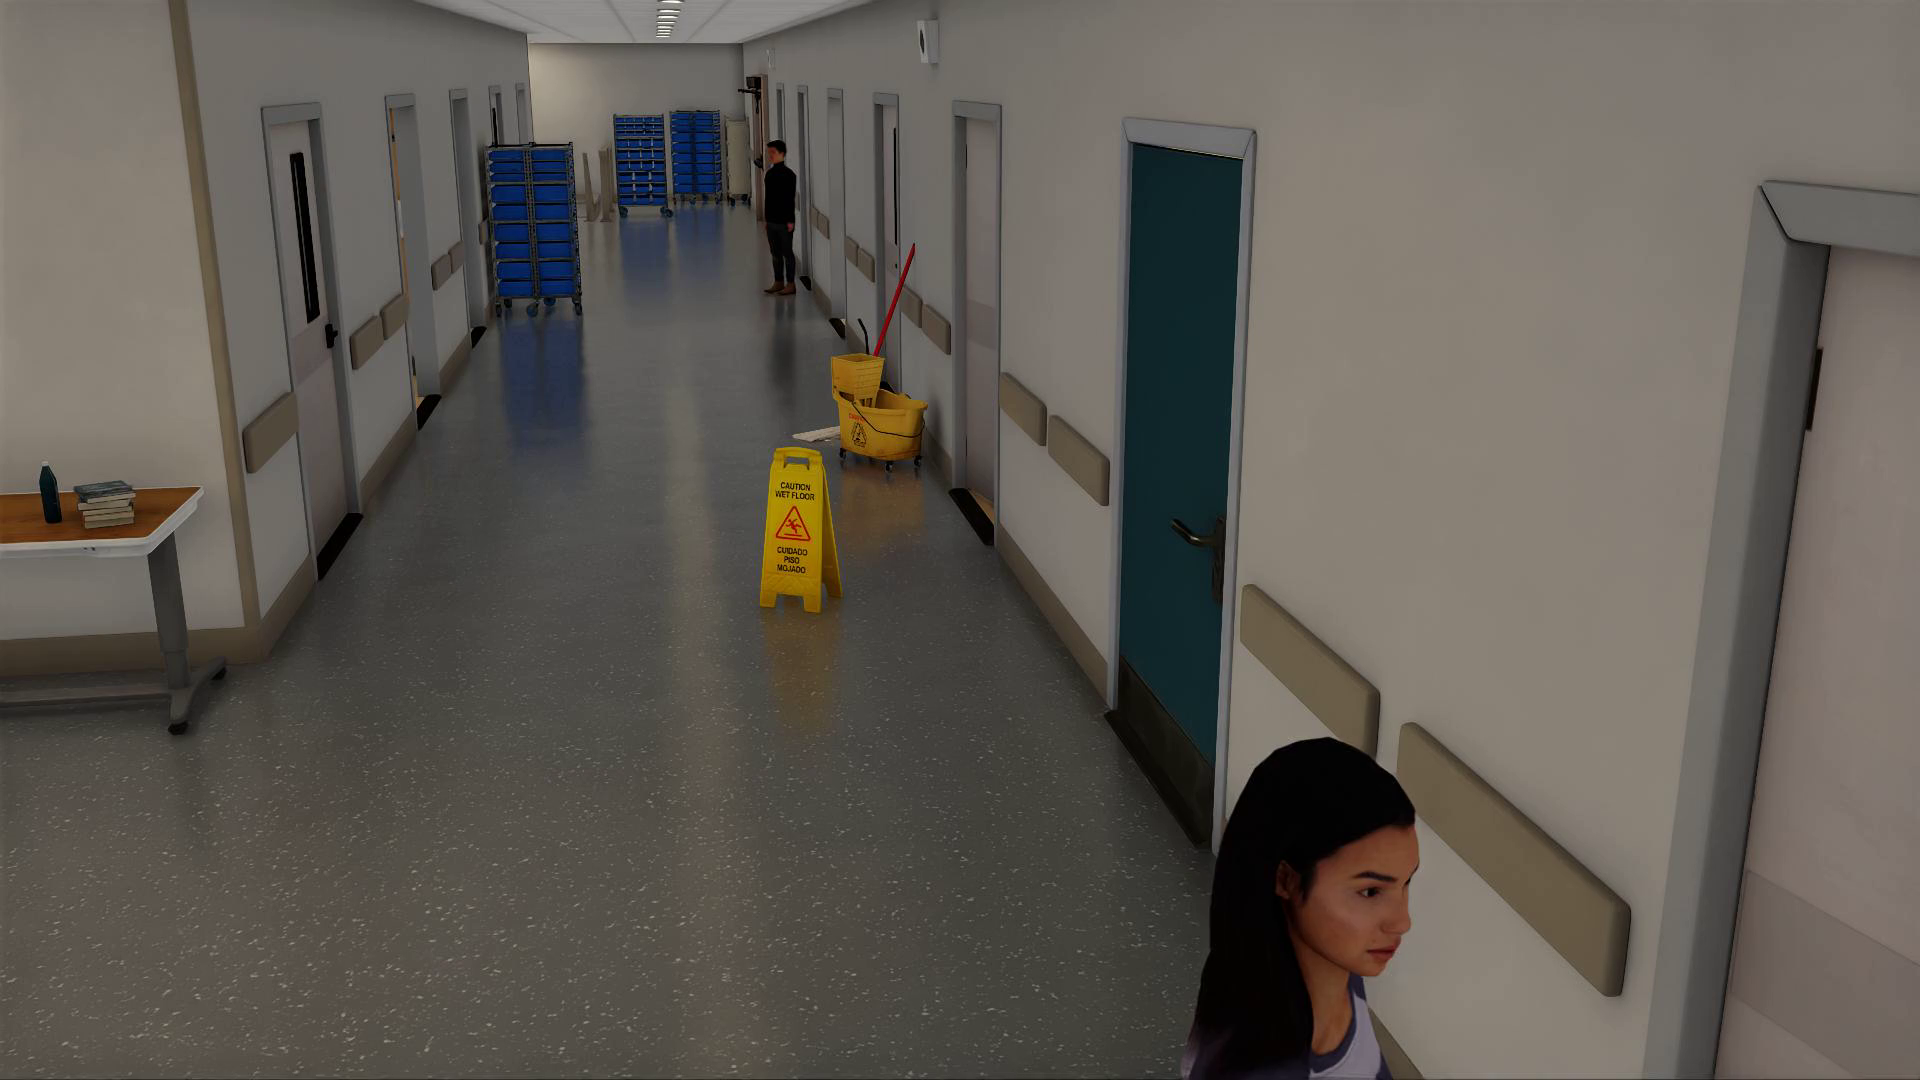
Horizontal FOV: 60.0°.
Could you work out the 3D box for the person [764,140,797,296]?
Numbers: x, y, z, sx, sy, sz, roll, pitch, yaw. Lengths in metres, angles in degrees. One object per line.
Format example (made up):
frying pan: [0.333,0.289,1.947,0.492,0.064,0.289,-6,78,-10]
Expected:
person: [-2.047,-3.679,18.961,0.782,1.723,0.670,-14,21,-41]

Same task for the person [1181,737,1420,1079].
person: [0.388,1.070,2.100,0.724,1.732,0.619,6,17,20]
